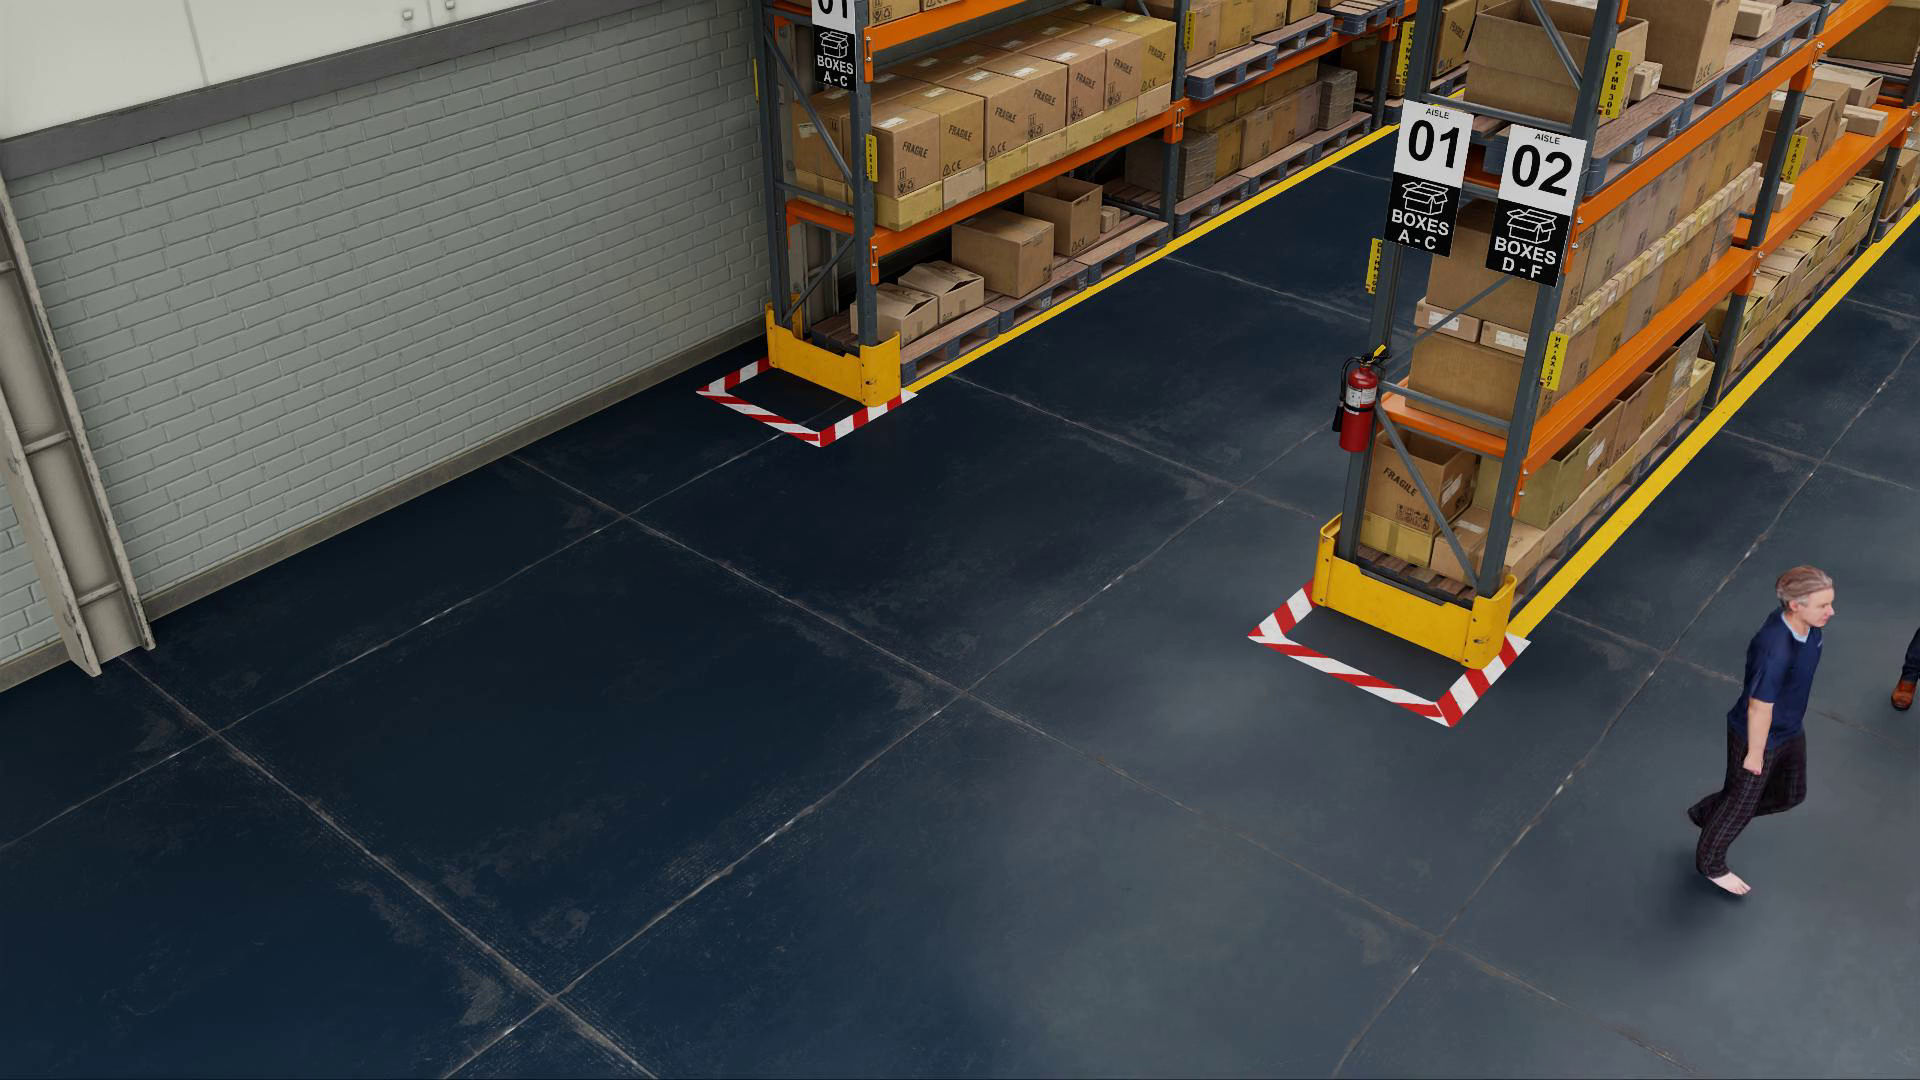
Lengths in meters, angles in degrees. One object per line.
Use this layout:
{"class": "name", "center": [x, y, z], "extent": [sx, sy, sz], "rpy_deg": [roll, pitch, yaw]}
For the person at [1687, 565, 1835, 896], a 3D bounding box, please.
{"class": "person", "center": [3.774, 0.878, 7.989], "extent": [0.755, 1.859, 0.658], "rpy_deg": [28, 42, 35]}
